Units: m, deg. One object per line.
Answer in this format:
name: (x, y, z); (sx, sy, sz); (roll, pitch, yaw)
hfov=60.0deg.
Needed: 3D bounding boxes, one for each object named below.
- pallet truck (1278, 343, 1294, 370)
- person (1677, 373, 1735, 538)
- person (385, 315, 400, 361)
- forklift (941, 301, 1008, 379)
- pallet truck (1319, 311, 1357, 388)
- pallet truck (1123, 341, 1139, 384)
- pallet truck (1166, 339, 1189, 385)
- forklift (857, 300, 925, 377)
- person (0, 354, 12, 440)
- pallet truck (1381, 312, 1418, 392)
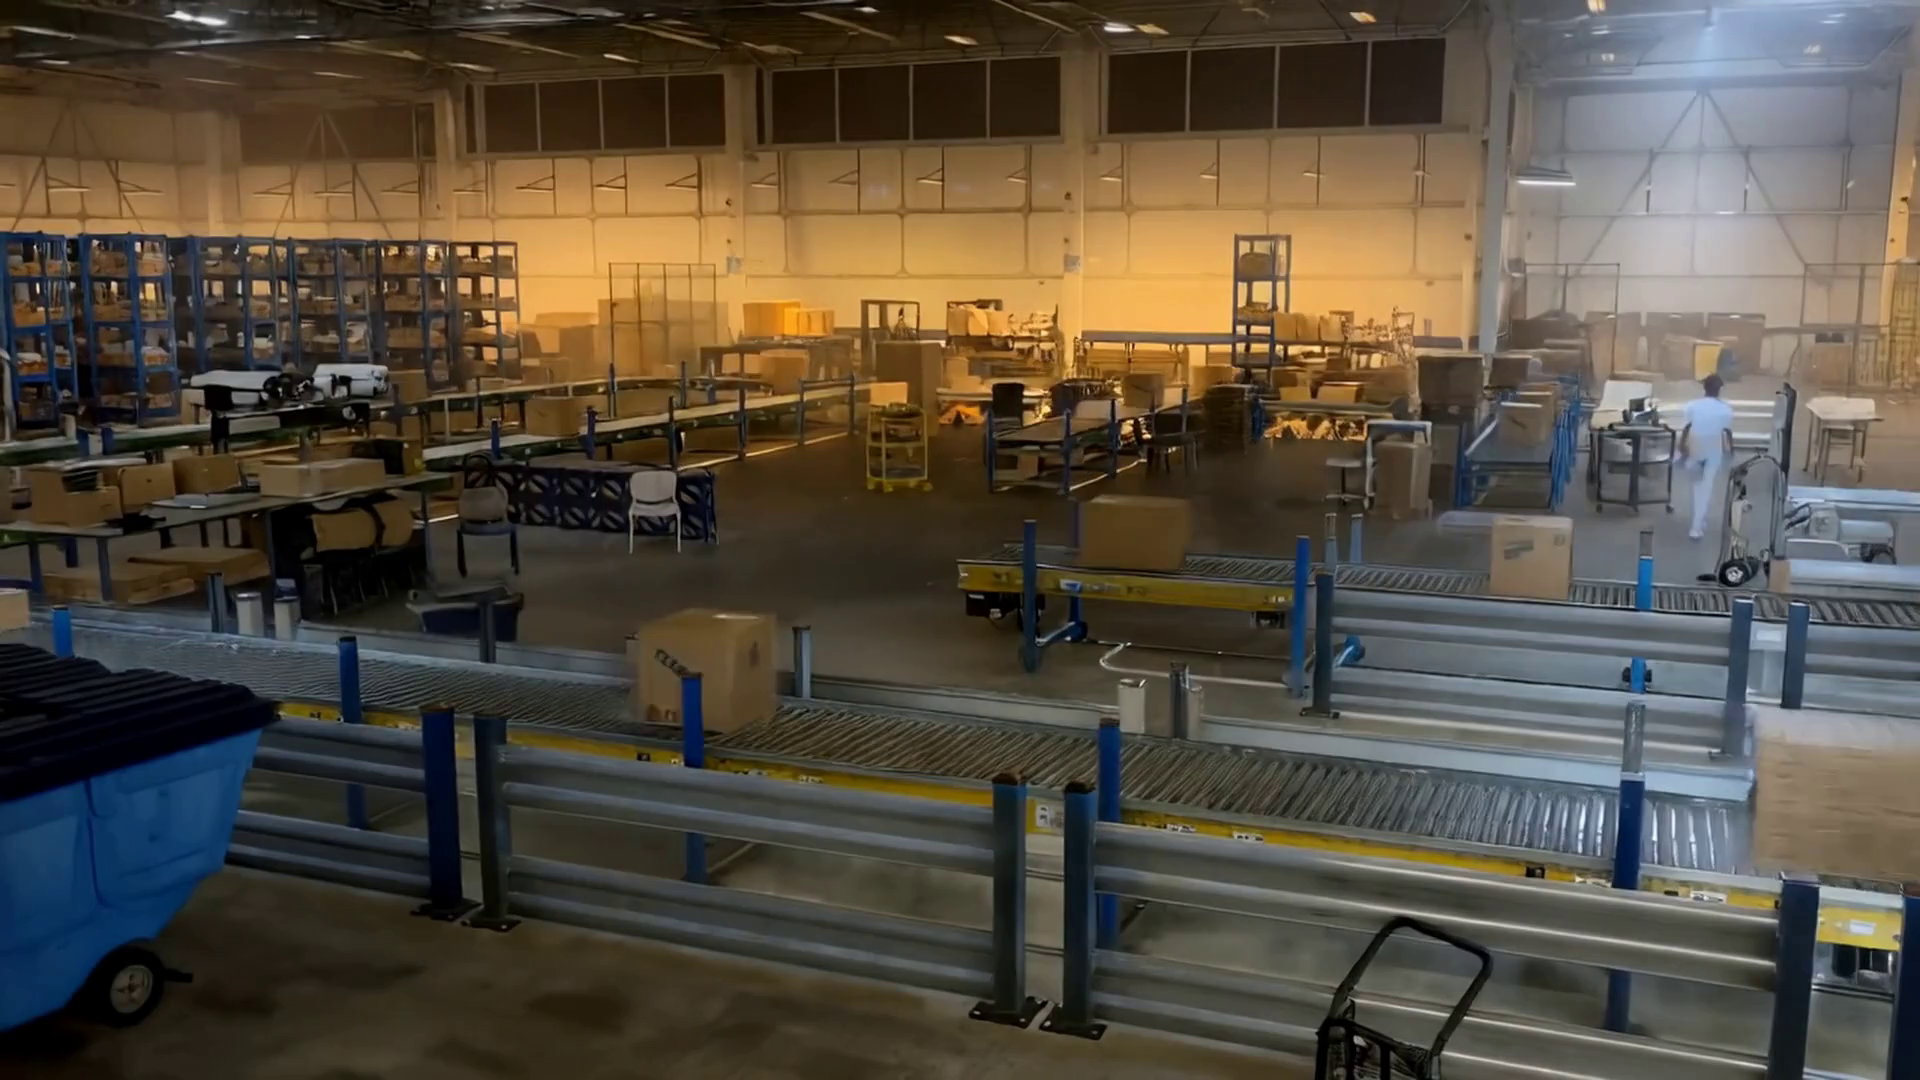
pallet truck: (7.886, -4.163, 39.743); (0.653, 1.274, 1.630); (4, 10, 22)
person: (8.440, -0.961, 18.729); (0.559, 1.827, 0.944); (7, 12, 38)
person: (-16.267, -5.819, 47.732); (0.625, 1.985, 0.412); (6, 11, 32)
forklift: (0.365, -4.966, 41.571); (1.157, 1.987, 2.680); (3, 10, 20)
pallet truck: (9.071, -4.419, 39.190); (0.823, 1.965, 1.885); (5, 10, 26)
pallet truck: (4.445, -4.380, 41.279); (0.680, 1.201, 1.601); (4, 10, 22)
pallet truck: (5.418, -4.269, 40.420); (0.704, 1.261, 1.522); (3, 10, 20)
forklift: (-1.732, -5.109, 42.468); (1.157, 1.987, 2.680); (4, 10, 22)
person: (-15.188, -2.216, 26.116); (0.640, 1.910, 0.407); (4, 10, 23)
pallet truck: (10.207, -4.283, 38.369); (0.823, 1.965, 1.885); (3, 10, 20)
